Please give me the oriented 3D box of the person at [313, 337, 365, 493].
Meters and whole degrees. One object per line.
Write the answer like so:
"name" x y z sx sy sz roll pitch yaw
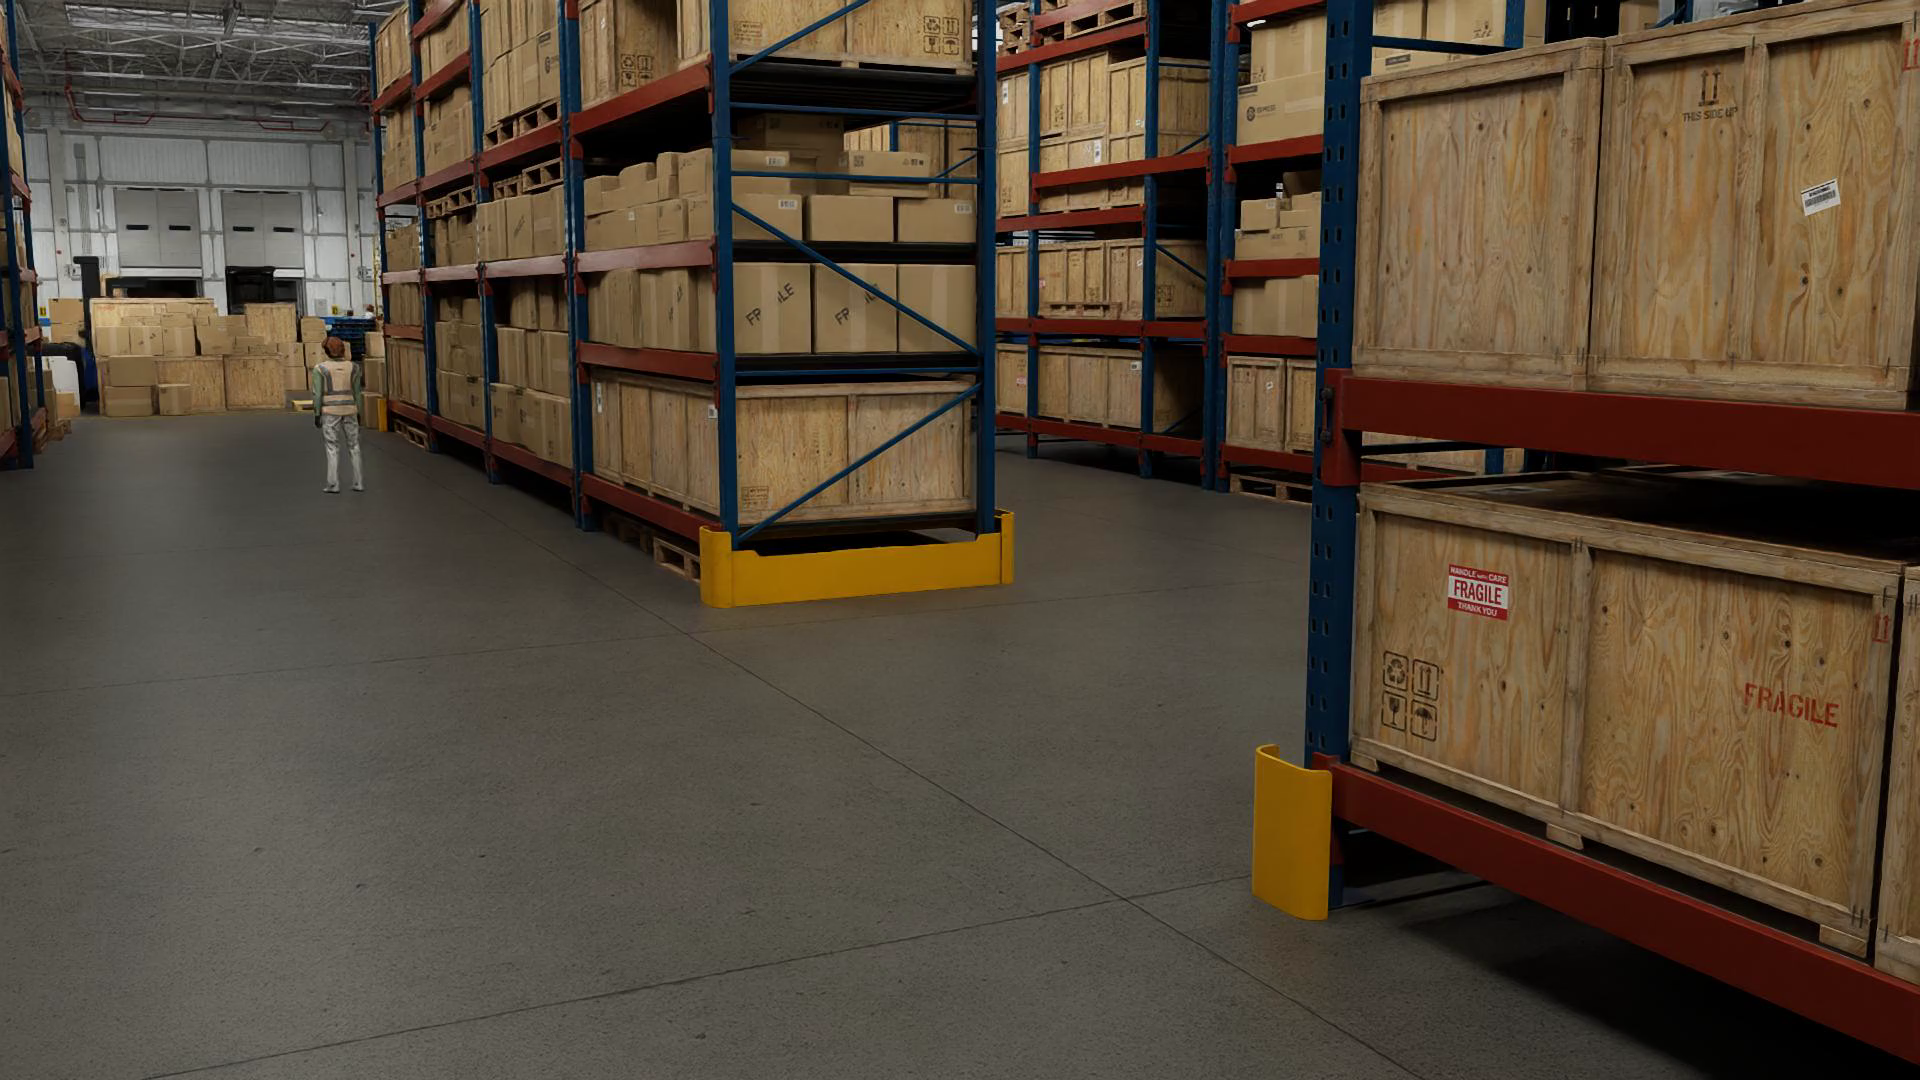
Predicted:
"person" -6.480 -1.300 17.351 0.512 1.630 0.317 -8 11 -44

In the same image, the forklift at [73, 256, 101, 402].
"forklift" -16.619 -4.031 31.885 1.873 2.768 1.129 -4 9 -26

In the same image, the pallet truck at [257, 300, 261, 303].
"pallet truck" -23.913 -7.404 58.171 1.885 1.965 0.823 -1 8 -9

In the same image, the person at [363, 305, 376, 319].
"person" -20.618 -7.330 58.280 0.652 1.830 0.996 0 8 -2

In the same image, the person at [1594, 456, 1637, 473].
"person" 2.687 0.047 7.171 0.528 1.887 0.598 1 8 5

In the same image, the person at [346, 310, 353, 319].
"person" -23.326 -7.990 63.516 0.602 1.613 0.521 -6 10 -34

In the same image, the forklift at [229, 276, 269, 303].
"forklift" -17.554 -5.381 41.192 1.129 2.768 1.873 -4 9 -26
